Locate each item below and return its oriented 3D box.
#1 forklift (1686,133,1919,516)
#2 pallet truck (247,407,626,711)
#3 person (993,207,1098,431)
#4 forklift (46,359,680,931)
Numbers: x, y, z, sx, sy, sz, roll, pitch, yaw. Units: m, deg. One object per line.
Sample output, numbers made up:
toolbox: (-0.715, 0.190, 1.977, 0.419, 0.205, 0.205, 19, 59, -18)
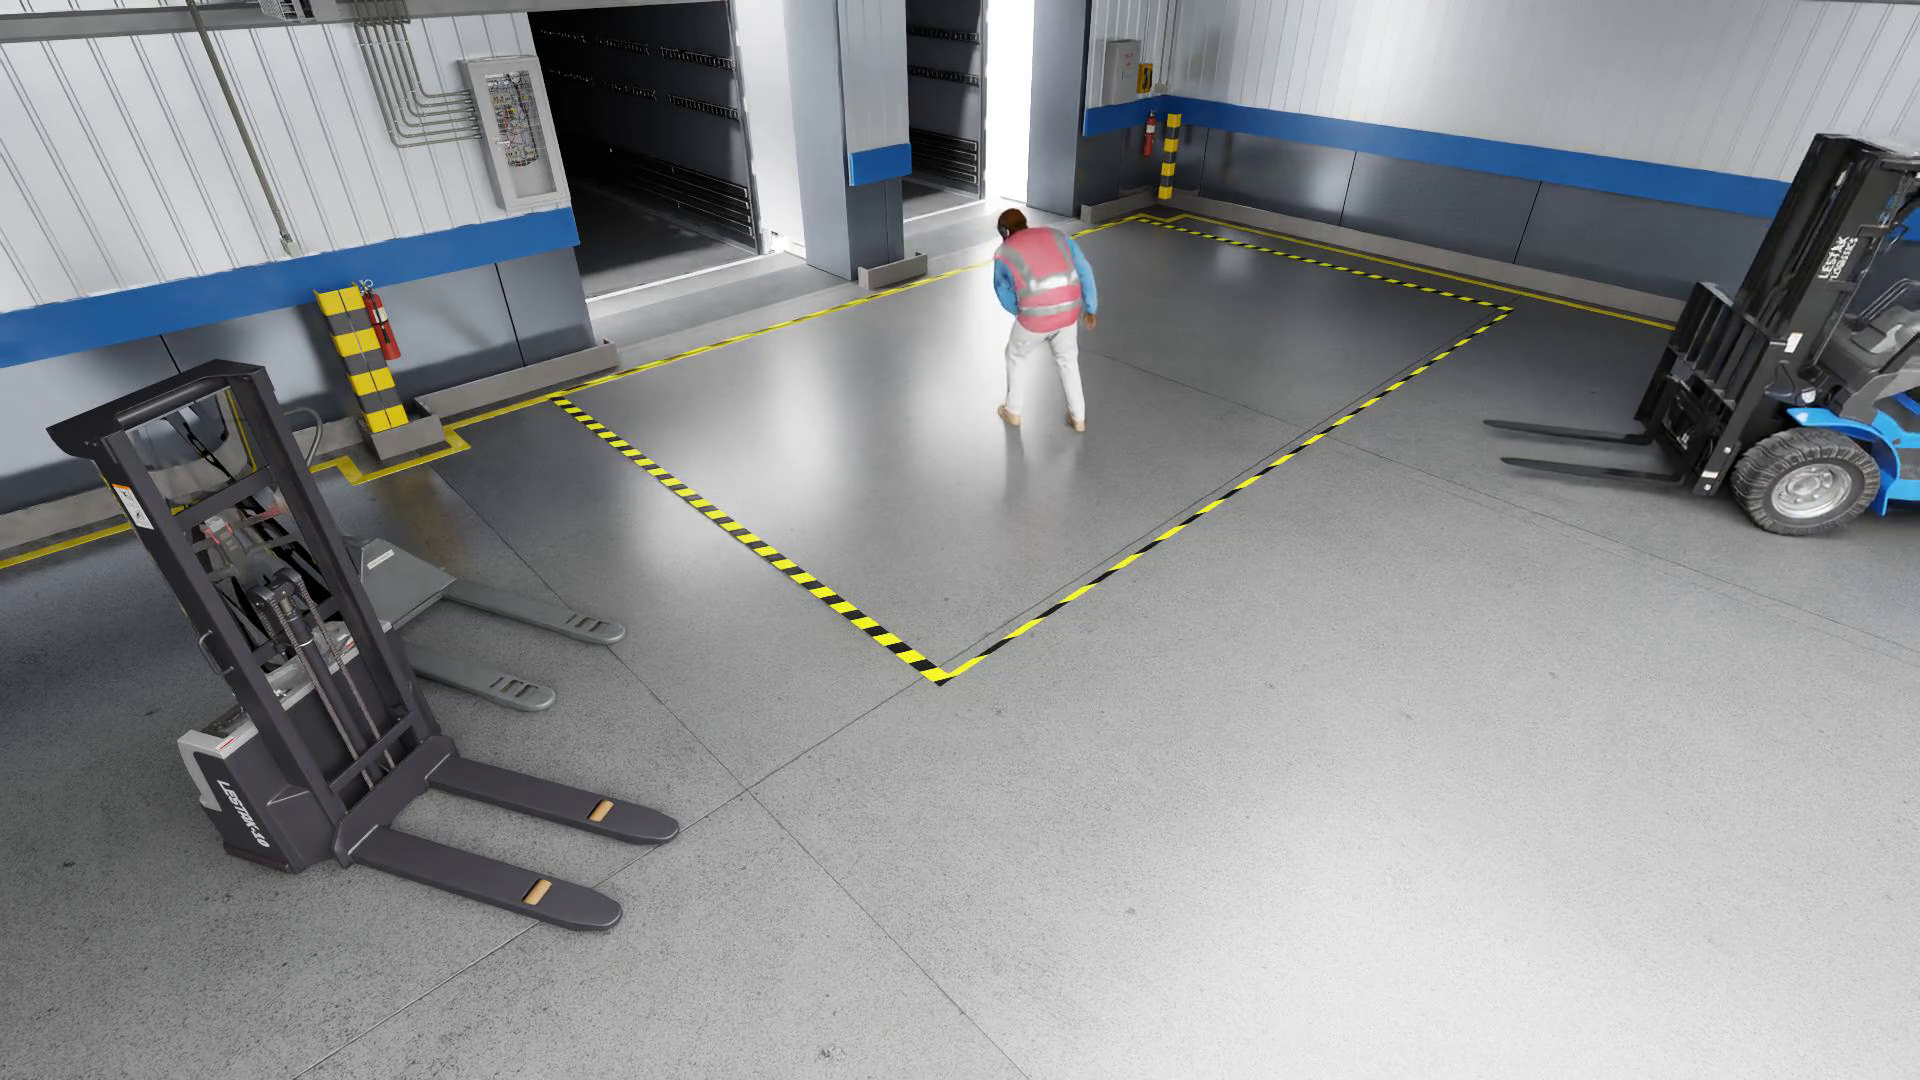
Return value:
forklift: (6.101, -1.218, 5.449, 2.680, 2.036, 1.157, 8, 35, 12)
pallet truck: (-2.628, 0.038, 4.590, 1.601, 1.201, 0.680, 12, 36, 18)
person: (0.603, -1.615, 6.781, 0.753, 1.529, 0.833, -13, 36, -18)
forklift: (-2.135, 0.422, 3.354, 1.885, 1.965, 0.823, 10, 35, 14)
